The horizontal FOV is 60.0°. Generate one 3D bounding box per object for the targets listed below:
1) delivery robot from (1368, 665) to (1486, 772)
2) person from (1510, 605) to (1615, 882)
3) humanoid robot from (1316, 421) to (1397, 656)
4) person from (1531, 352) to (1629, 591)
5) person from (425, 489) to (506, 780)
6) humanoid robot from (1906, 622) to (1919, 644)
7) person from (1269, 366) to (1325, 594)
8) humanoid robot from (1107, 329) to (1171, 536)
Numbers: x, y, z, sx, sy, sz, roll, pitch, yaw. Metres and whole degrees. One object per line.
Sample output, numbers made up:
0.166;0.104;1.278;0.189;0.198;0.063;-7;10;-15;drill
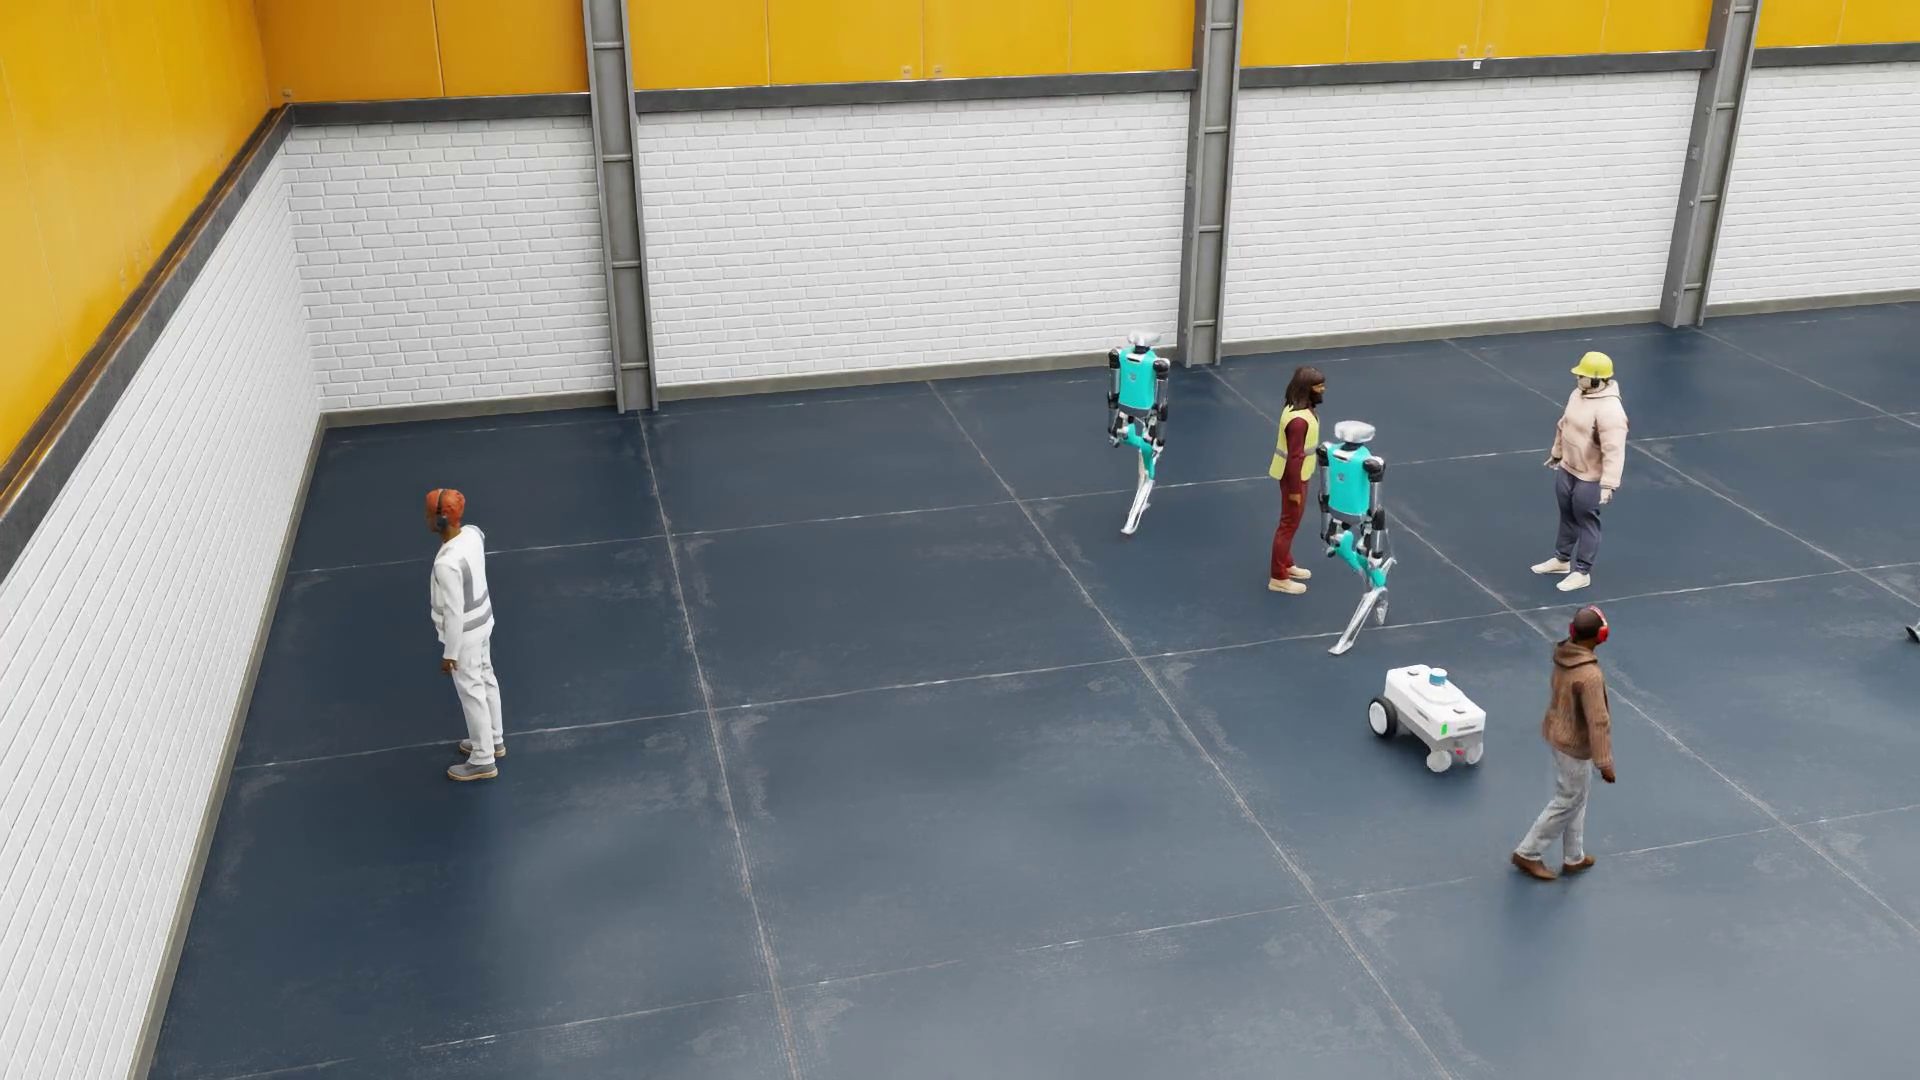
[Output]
2.980;1.091;10.545;0.499;0.609;0.780;-8;25;-17;delivery robot
3.354;1.137;9.076;0.503;1.624;0.554;0;24;1;person
2.911;-0.044;11.685;0.950;1.795;0.552;-18;30;-36;humanoid robot
4.740;-0.527;12.577;0.420;1.865;0.804;-5;24;-11;person
-3.011;0.566;10.076;0.357;1.882;0.572;0;24;1;person
7.124;0.026;11.557;0.874;1.826;0.545;5;24;10;humanoid robot
2.522;-0.463;12.557;0.364;1.766;0.473;7;25;16;person
1.516;-0.918;13.595;0.557;1.732;0.968;15;28;30;humanoid robot
